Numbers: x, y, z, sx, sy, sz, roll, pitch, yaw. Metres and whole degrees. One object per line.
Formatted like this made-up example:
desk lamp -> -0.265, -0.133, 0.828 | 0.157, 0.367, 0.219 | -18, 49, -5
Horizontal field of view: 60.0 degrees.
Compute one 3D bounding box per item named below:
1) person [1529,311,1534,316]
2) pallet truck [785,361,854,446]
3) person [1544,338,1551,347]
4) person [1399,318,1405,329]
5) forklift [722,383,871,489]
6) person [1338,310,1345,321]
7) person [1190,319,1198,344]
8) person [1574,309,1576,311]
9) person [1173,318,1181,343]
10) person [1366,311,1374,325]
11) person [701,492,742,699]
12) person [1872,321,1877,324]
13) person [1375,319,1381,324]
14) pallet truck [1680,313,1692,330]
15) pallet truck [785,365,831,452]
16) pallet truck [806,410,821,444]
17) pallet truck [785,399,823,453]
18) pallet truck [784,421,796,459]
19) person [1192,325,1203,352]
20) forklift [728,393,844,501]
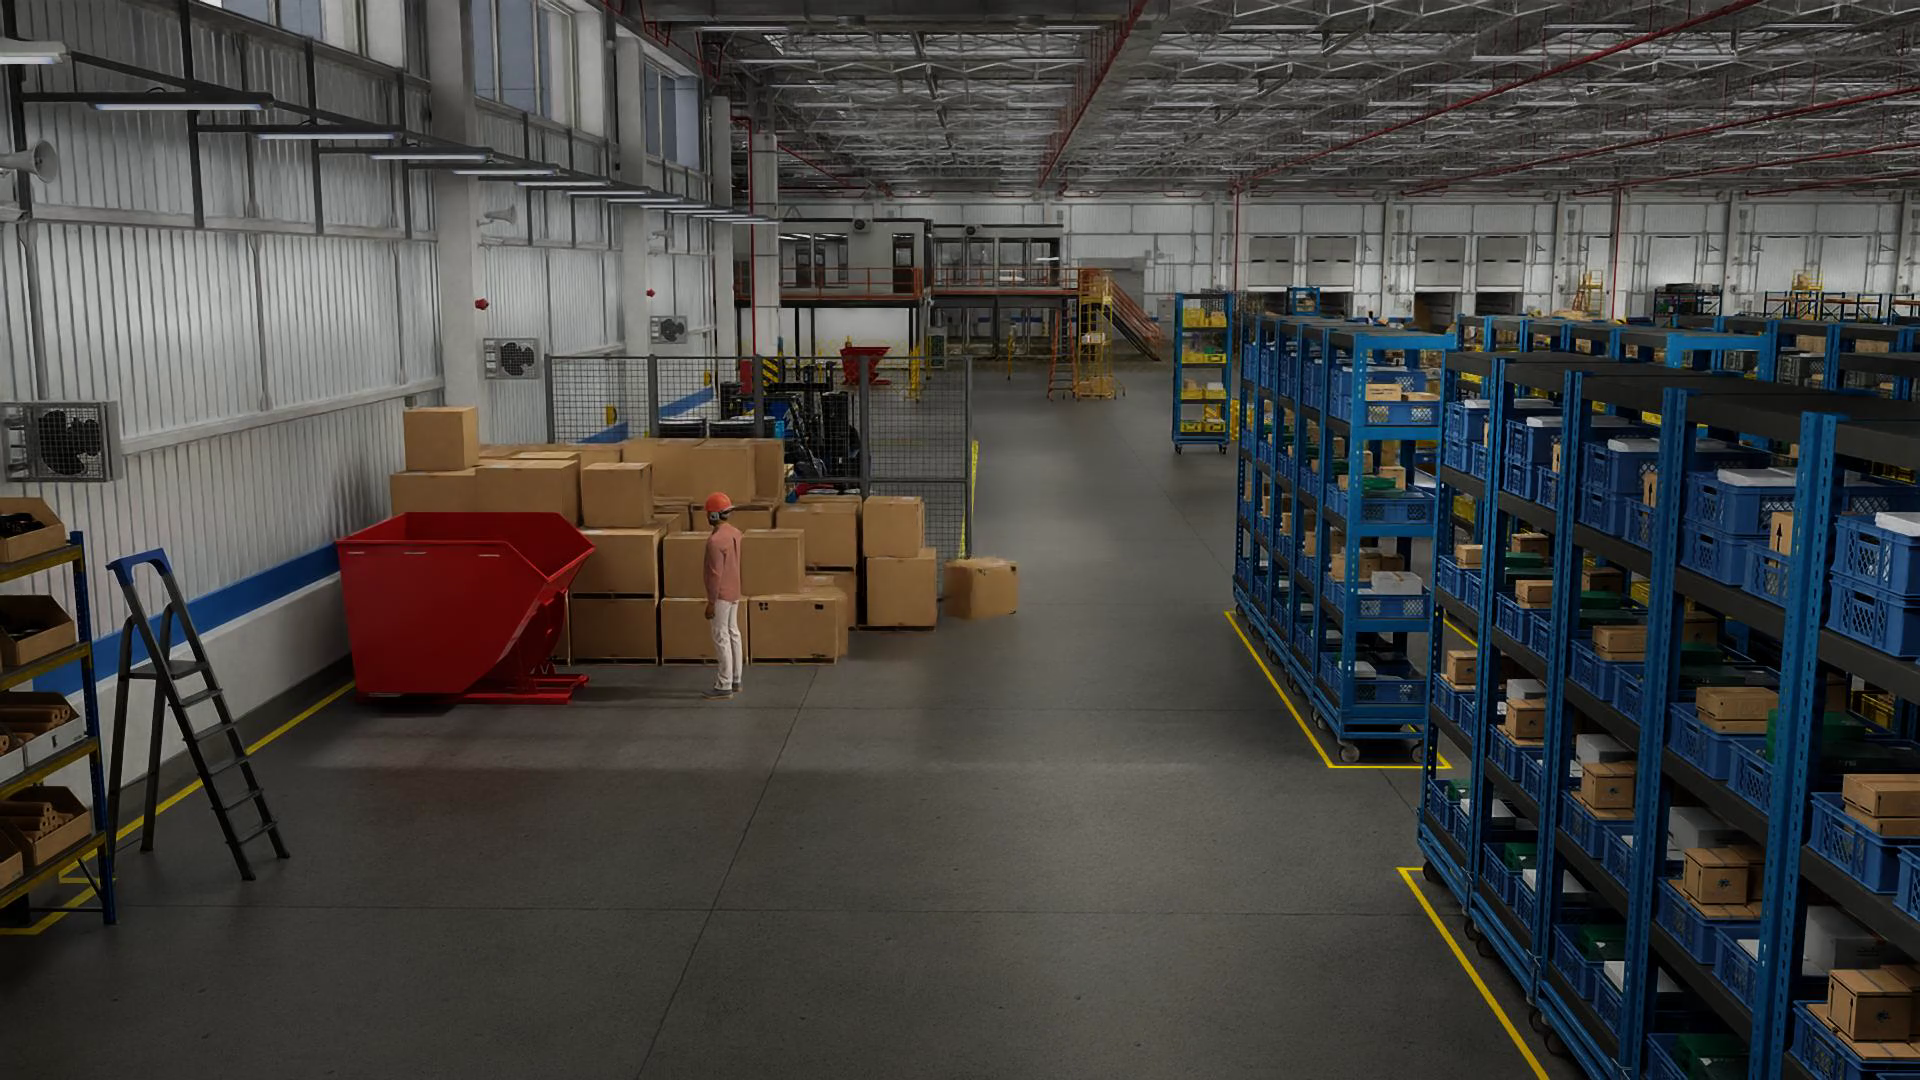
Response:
person -> 30.972, -11.442, 90.140 | 0.512, 1.906, 0.602 | -7, 12, -38
pallet truck -> -3.410, -3.193, 38.978 | 1.885, 1.965, 0.823 | 0, 9, -1
person -> 19.938, -5.936, 56.404 | 0.404, 1.831, 0.600 | 8, 12, 41
person -> 21.275, -9.768, 80.049 | 0.982, 1.837, 0.596 | 2, 10, 14
forklift -> -2.893, -1.687, 28.729 | 2.680, 1.987, 1.157 | 0, 9, -1
person -> 22.093, -12.347, 96.020 | 0.747, 1.816, 0.649 | 2, 9, 10
person -> 13.134, -11.891, 92.780 | 0.615, 1.945, 0.405 | 5, 11, 29
person -> 34.271, -11.897, 92.853 | 0.358, 1.936, 0.552 | 2, 9, 14
person -> 10.525, -9.826, 80.384 | 0.506, 1.839, 0.350 | -6, 11, -34
person -> 22.181, -11.432, 90.046 | 0.596, 1.916, 0.373 | -8, 12, -39
person -> -2.297, 0.531, 16.009 | 0.382, 1.993, 0.622 | 2, 9, 14
person -> 41.340, -8.971, 75.164 | 0.532, 1.824, 0.953 | 0, 9, 2
person -> 18.867, -9.008, 75.095 | 0.474, 1.912, 0.572 | -3, 10, -18
pallet truck -> 36.315, -10.531, 84.244 | 0.823, 1.965, 1.885 | -6, 11, -33
pallet truck -> -3.774, -2.976, 37.635 | 1.885, 1.965, 0.823 | 1, 9, 5
pallet truck -> -3.559, -2.018, 33.905 | 1.522, 1.261, 0.704 | 0, 9, -1
pallet truck -> -3.814, -2.432, 36.419 | 1.630, 1.274, 0.653 | 0, 9, 1
pallet truck -> -4.013, -1.793, 32.705 | 1.601, 1.201, 0.680 | 0, 9, 1
person -> 11.892, -10.323, 83.235 | 0.605, 1.906, 0.625 | -1, 9, -7
forklift -> -2.979, -1.316, 26.476 | 2.680, 1.987, 1.157 | 0, 9, 1
